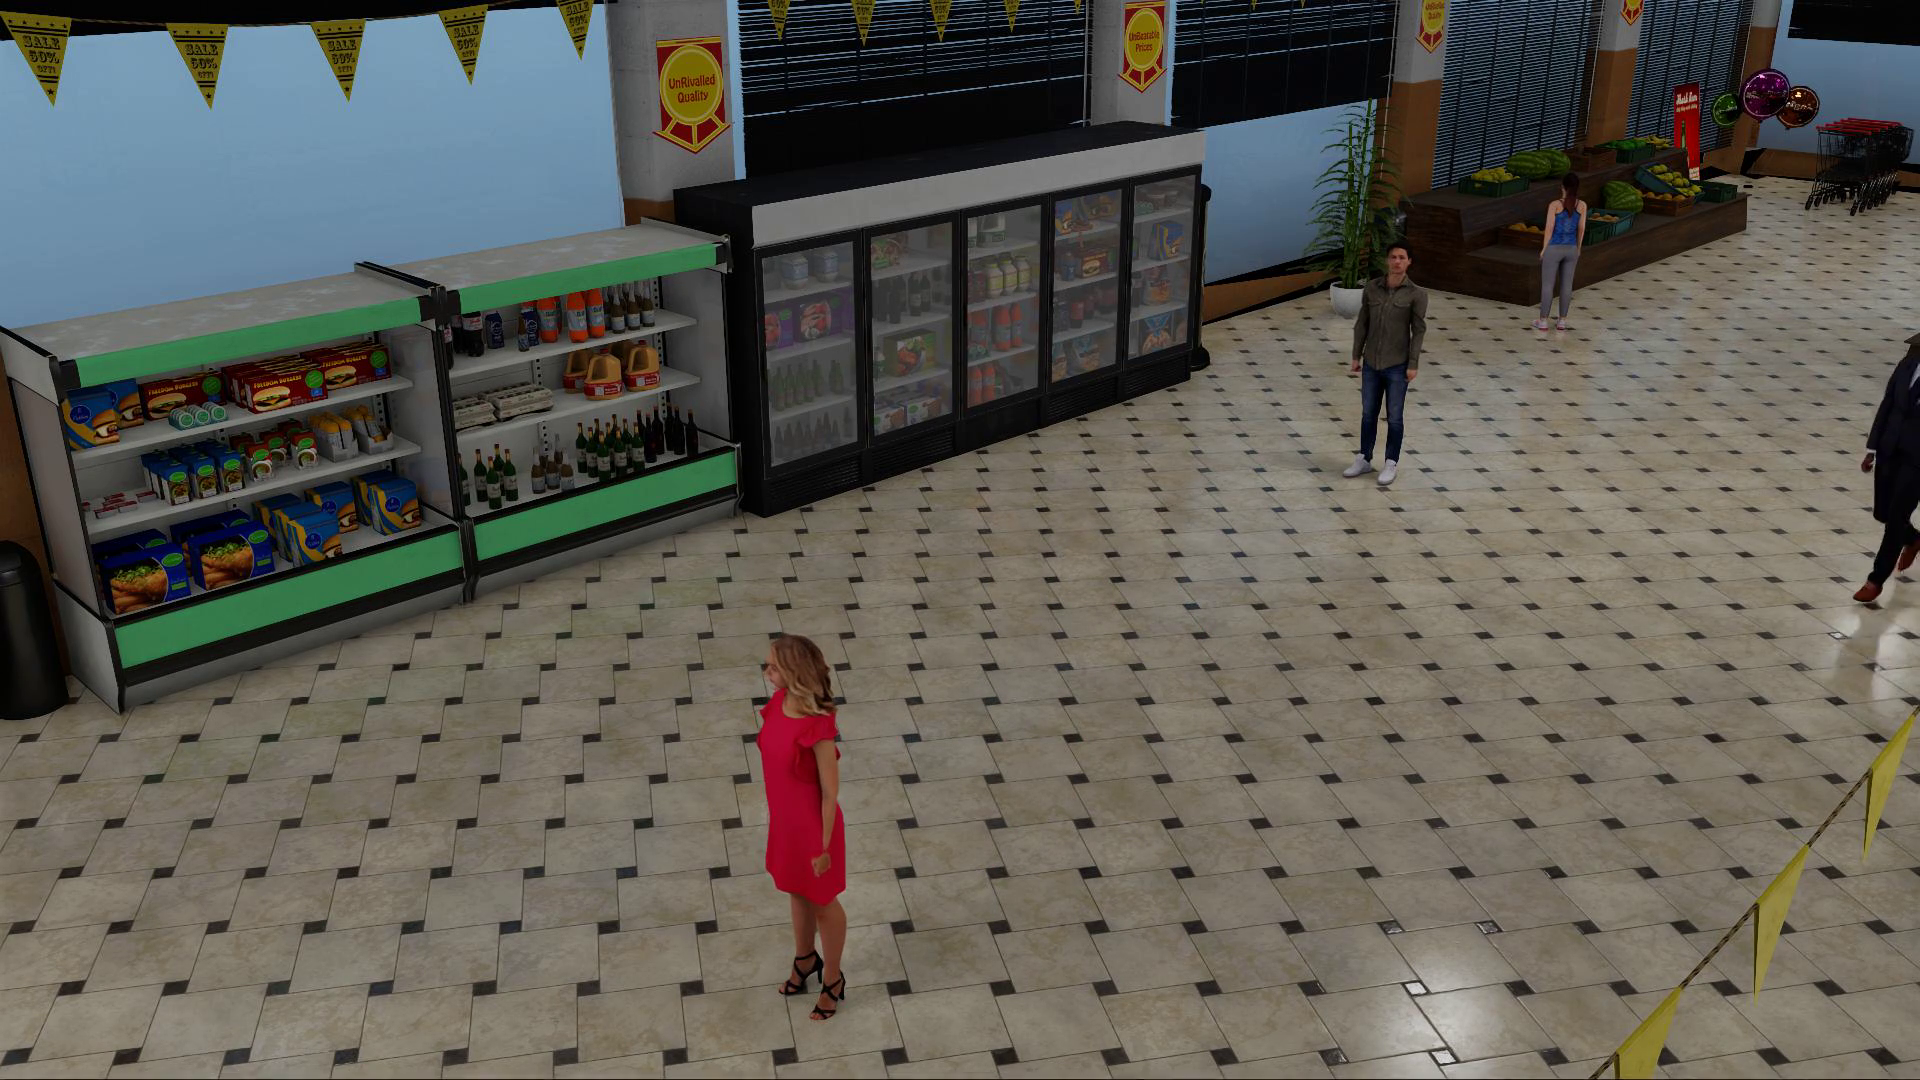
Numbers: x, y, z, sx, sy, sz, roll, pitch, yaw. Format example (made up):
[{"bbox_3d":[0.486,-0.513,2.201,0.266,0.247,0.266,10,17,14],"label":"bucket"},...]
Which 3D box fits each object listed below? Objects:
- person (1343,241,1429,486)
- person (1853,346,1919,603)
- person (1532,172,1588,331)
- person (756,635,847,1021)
[{"bbox_3d":[3.291,-1.372,12.785,0.729,1.866,0.613,17,27,35],"label":"person"},{"bbox_3d":[6.174,-0.520,10.761,1.193,1.794,0.924,-11,24,-25],"label":"person"},{"bbox_3d":[6.180,-2.969,17.103,0.656,1.610,0.722,-1,22,-2],"label":"person"},{"bbox_3d":[-0.612,1.145,6.709,0.574,1.726,0.596,-16,27,-34],"label":"person"}]
